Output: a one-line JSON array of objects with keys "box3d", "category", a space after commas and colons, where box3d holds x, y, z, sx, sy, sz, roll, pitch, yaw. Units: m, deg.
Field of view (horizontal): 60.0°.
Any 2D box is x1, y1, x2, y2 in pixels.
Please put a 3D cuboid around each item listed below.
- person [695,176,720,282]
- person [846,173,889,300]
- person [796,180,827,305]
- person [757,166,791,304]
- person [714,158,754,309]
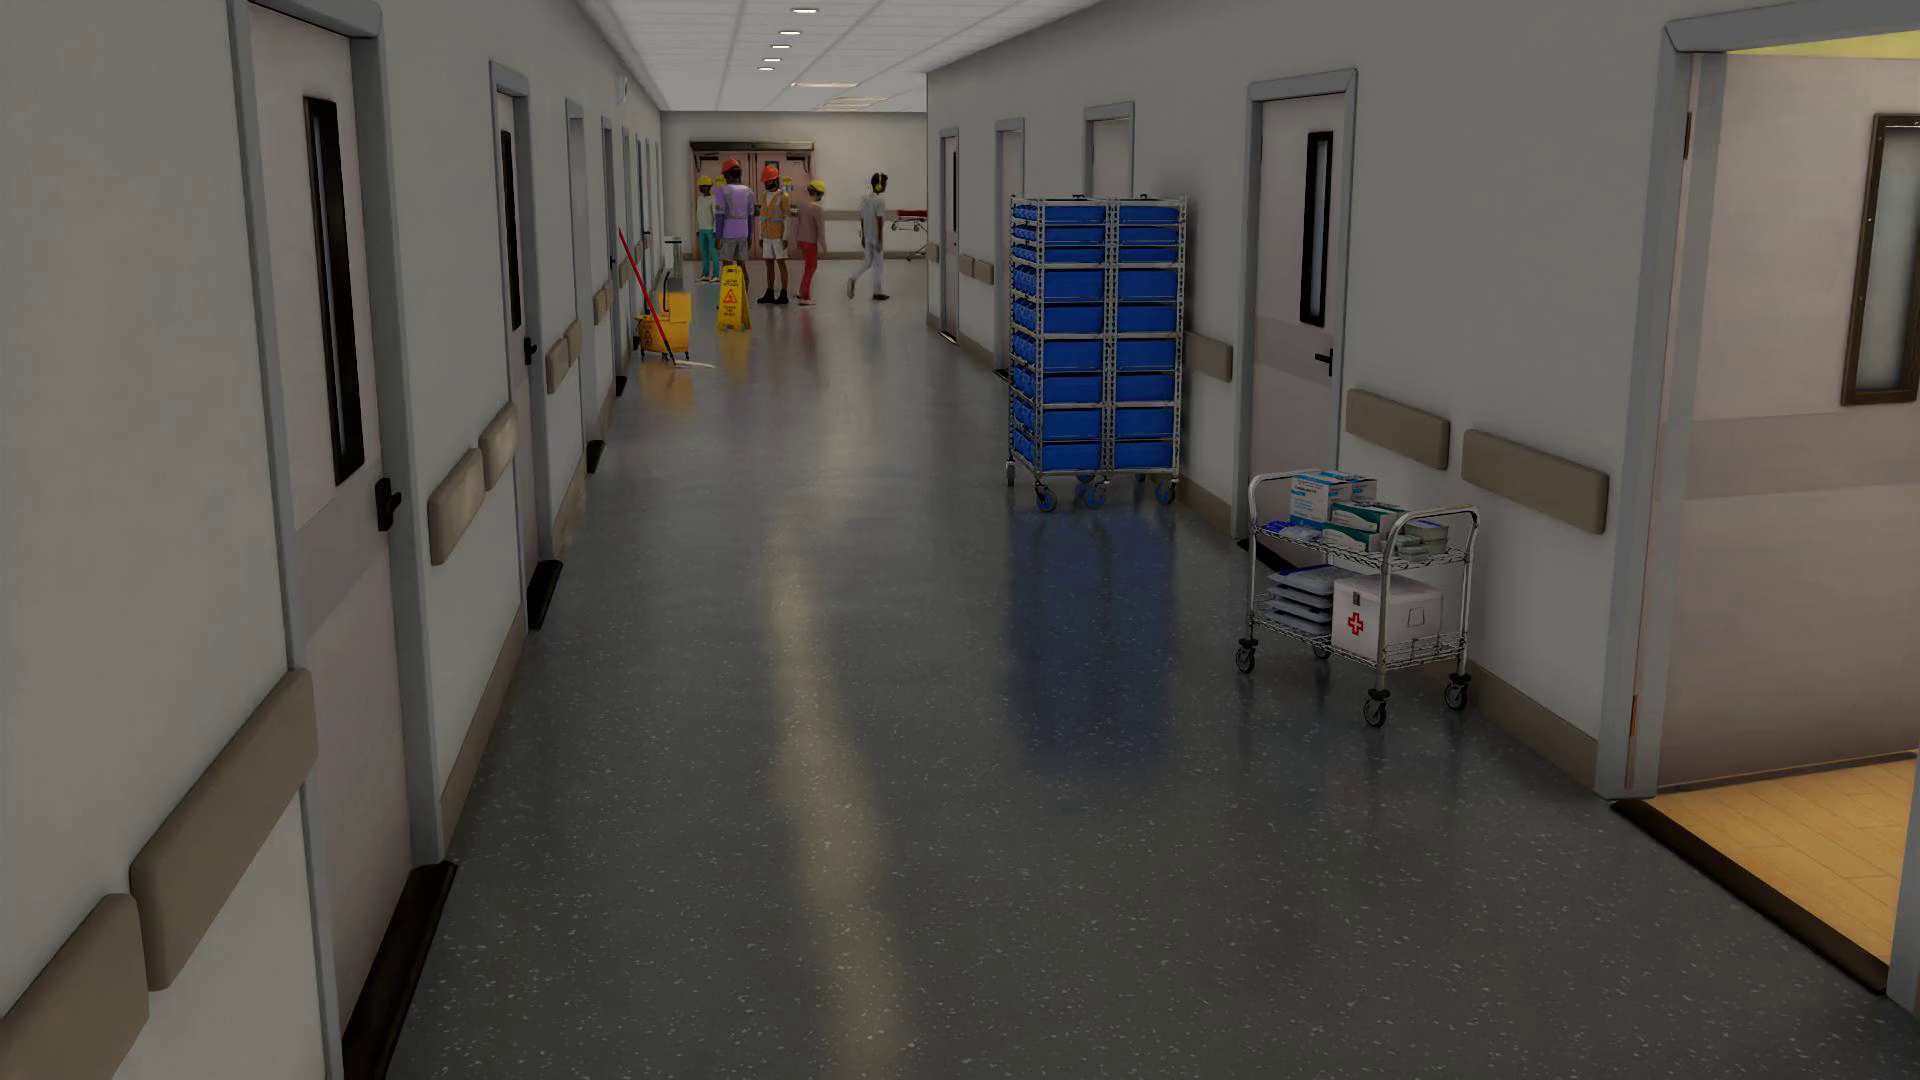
[{"box3d": [-4.247, -5.210, 27.905, 0.522, 1.769, 0.312, 11, 17, 40], "category": "person"}, {"box3d": [-1.299, -4.343, 23.892, 0.717, 1.833, 0.559, -12, 17, -42], "category": "person"}, {"box3d": [-2.073, -4.142, 23.219, 0.454, 1.726, 0.550, -9, 16, -35], "category": "person"}, {"box3d": [-2.639, -4.293, 23.469, 0.542, 1.927, 0.374, 9, 15, 35], "category": "person"}, {"box3d": [-3.087, -4.146, 22.595, 0.610, 2.032, 0.410, -12, 18, -43], "category": "person"}]
